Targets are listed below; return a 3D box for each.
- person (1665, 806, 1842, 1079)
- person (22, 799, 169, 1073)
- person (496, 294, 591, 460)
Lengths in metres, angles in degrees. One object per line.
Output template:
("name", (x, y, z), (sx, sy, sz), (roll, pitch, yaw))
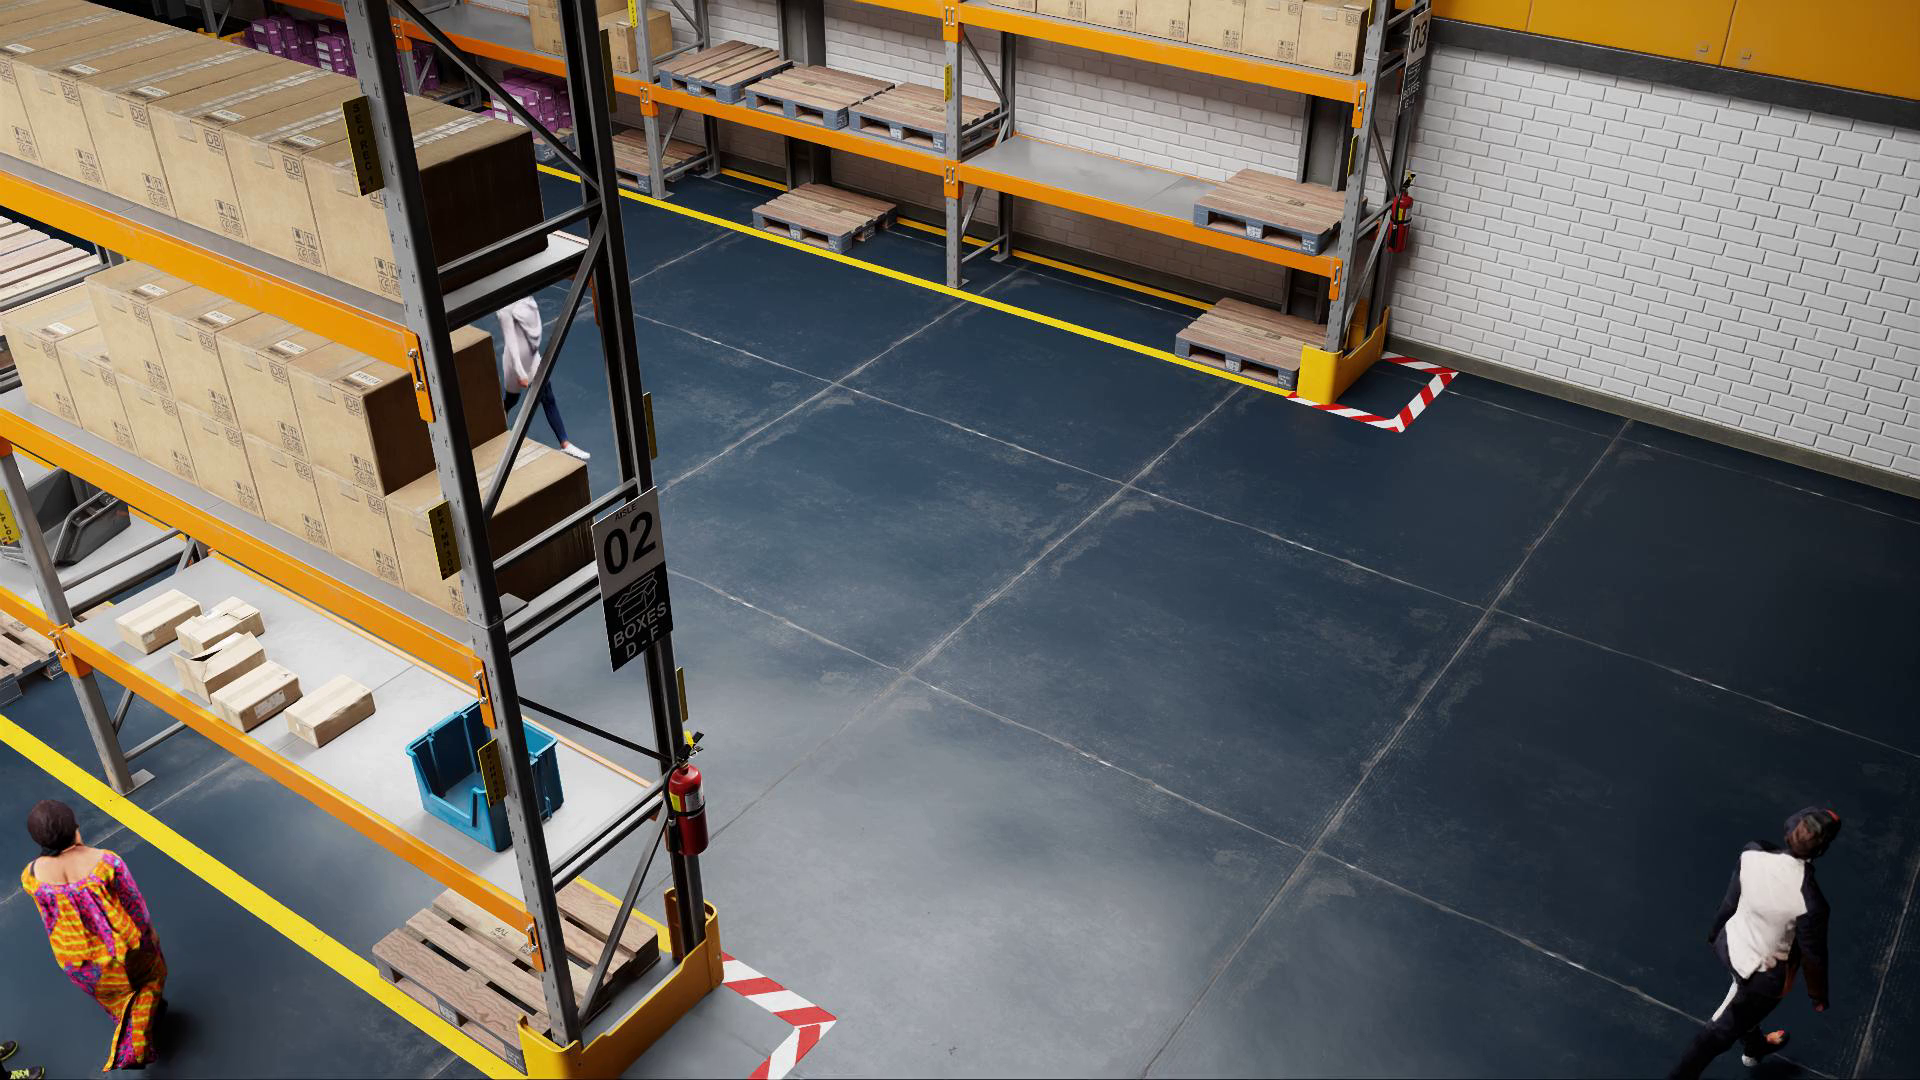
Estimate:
("person", (3.729, 2.053, 7.959), (1.162, 1.857, 1.110), (-6, 34, -8))
("person", (-4.263, 1.999, 8.224), (0.963, 1.653, 1.014), (-4, 34, -6))
("person", (-3.580, -1.416, 13.290), (1.210, 1.732, 0.849), (10, 35, 15))
